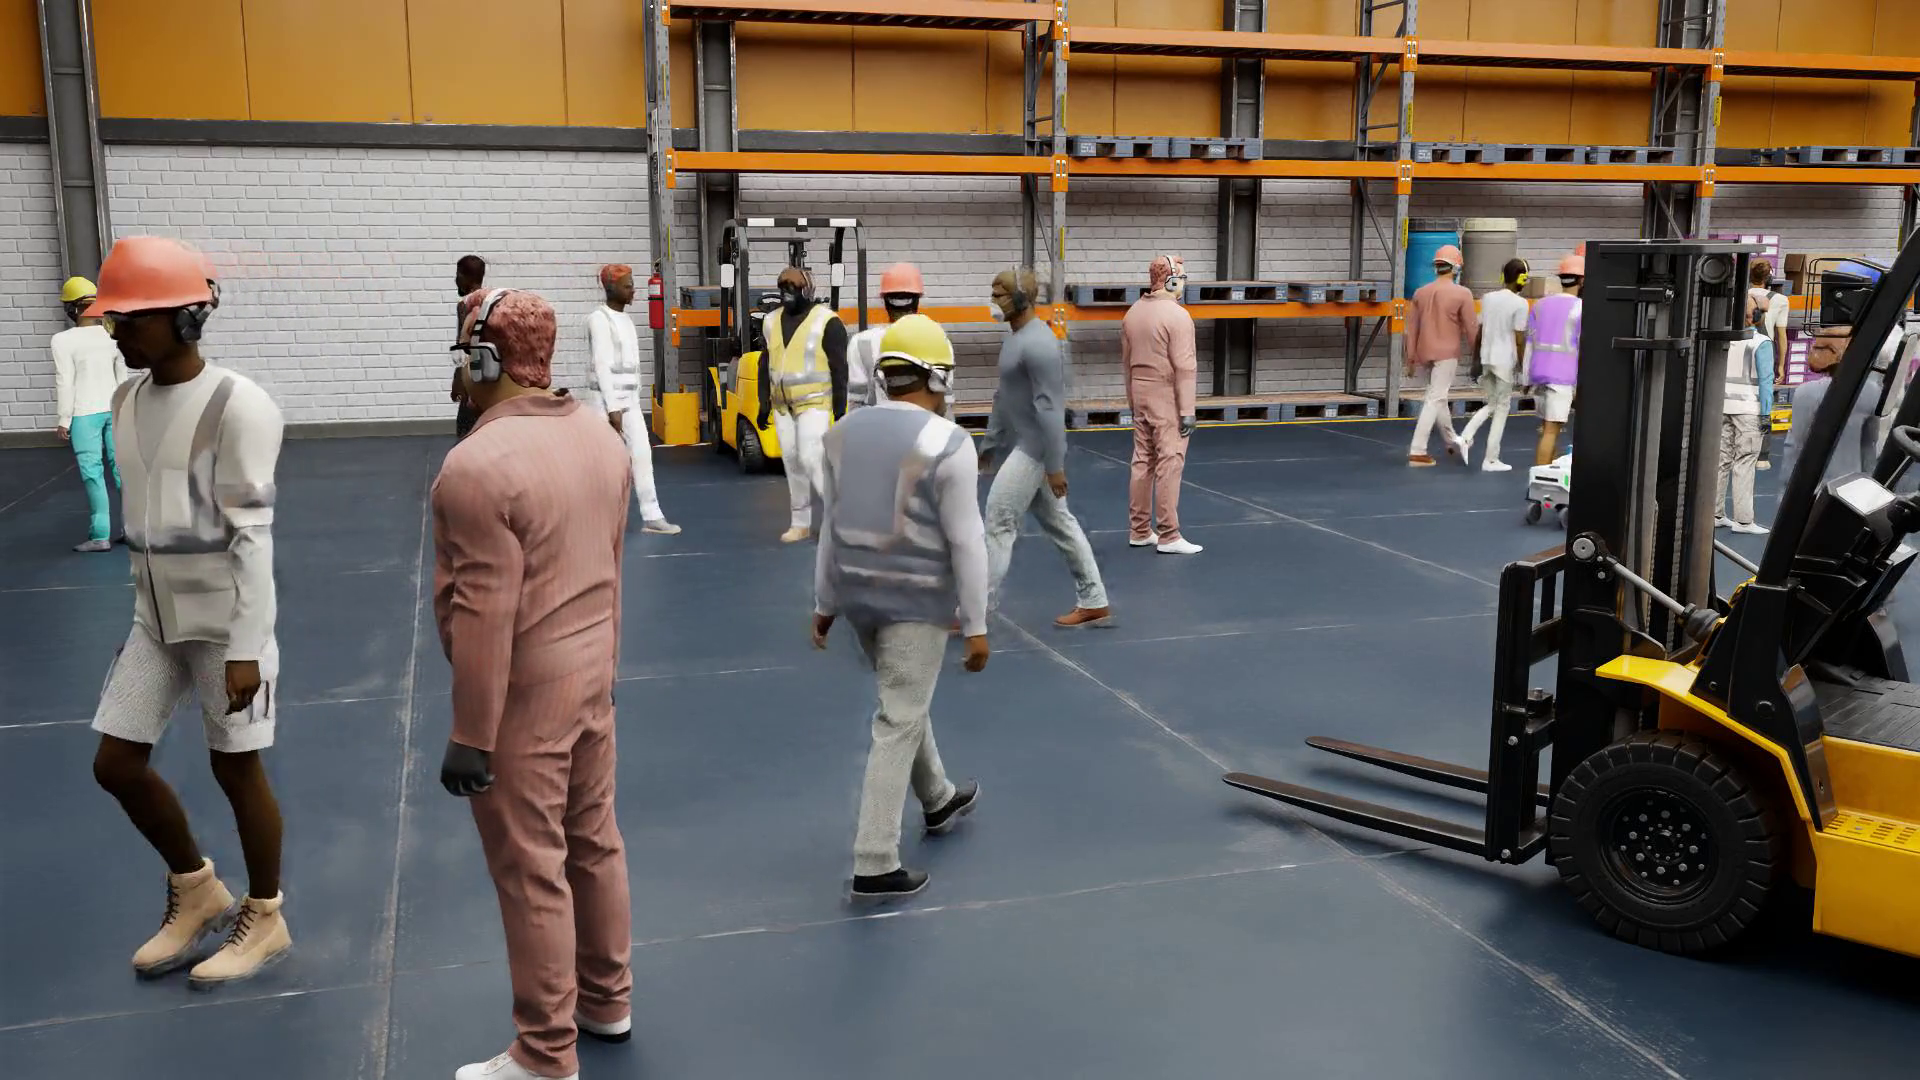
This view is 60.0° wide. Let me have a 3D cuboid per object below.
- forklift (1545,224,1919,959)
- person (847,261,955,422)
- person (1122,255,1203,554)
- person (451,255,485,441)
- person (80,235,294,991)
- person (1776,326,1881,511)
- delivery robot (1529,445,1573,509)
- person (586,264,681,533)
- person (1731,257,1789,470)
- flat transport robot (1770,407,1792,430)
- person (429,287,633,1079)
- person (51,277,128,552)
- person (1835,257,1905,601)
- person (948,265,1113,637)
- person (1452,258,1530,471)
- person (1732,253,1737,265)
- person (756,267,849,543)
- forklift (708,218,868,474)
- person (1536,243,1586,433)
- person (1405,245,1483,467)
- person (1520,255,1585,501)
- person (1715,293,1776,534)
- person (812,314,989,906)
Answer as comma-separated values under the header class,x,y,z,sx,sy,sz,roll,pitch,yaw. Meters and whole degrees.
class,x,y,z,sx,sy,sz,roll,pitch,yaw
forklift,2.909,0.117,4.508,2.313,2.155,1.214,9,14,40
person,-0.305,-0.449,8.417,0.552,1.910,0.832,1,10,3
person,1.316,-0.865,10.681,0.409,1.907,0.651,-6,12,-29
person,-3.725,-1.286,13.052,0.879,1.893,0.594,0,10,-1
person,-2.046,0.225,4.409,0.612,2.026,0.511,5,11,24
person,4.262,-0.243,8.093,0.508,1.615,0.687,-3,11,-18
delivery robot,4.351,-0.431,11.753,0.707,0.478,0.477,-7,13,-36
person,-2.376,-0.946,11.335,0.774,1.877,0.576,3,11,16
person,6.899,-1.527,14.480,0.515,1.843,0.327,5,11,24
flat transport robot,8.276,-1.337,17.758,0.652,0.197,1.431,-4,11,-20
person,-1.031,0.363,3.952,0.403,1.906,0.652,3,11,17
person,-5.589,-0.802,10.721,0.327,1.769,0.525,5,11,24
person,4.662,-0.500,8.663,0.436,1.913,0.634,10,14,43
person,0.336,-0.438,8.426,1.015,1.880,0.620,-1,10,-4
person,4.575,-1.485,14.240,0.520,1.845,0.556,-5,12,-27
person,8.549,-2.364,18.929,0.753,1.904,0.560,-6,12,-30
person,-1.044,-0.880,11.000,0.637,1.832,0.433,7,12,32
forklift,-1.522,-1.778,14.899,1.214,2.155,2.313,-3,11,-17
person,6.302,-2.012,16.820,0.642,1.957,0.645,-1,10,-3
person,4.350,-1.637,14.808,1.028,1.938,0.622,-7,12,-33
person,4.661,-1.251,12.899,0.827,1.883,0.581,-7,13,-35
person,5.355,-0.862,11.388,0.307,1.644,0.514,-3,11,-14
person,-0.128,0.183,5.303,0.642,1.770,0.951,9,13,40
